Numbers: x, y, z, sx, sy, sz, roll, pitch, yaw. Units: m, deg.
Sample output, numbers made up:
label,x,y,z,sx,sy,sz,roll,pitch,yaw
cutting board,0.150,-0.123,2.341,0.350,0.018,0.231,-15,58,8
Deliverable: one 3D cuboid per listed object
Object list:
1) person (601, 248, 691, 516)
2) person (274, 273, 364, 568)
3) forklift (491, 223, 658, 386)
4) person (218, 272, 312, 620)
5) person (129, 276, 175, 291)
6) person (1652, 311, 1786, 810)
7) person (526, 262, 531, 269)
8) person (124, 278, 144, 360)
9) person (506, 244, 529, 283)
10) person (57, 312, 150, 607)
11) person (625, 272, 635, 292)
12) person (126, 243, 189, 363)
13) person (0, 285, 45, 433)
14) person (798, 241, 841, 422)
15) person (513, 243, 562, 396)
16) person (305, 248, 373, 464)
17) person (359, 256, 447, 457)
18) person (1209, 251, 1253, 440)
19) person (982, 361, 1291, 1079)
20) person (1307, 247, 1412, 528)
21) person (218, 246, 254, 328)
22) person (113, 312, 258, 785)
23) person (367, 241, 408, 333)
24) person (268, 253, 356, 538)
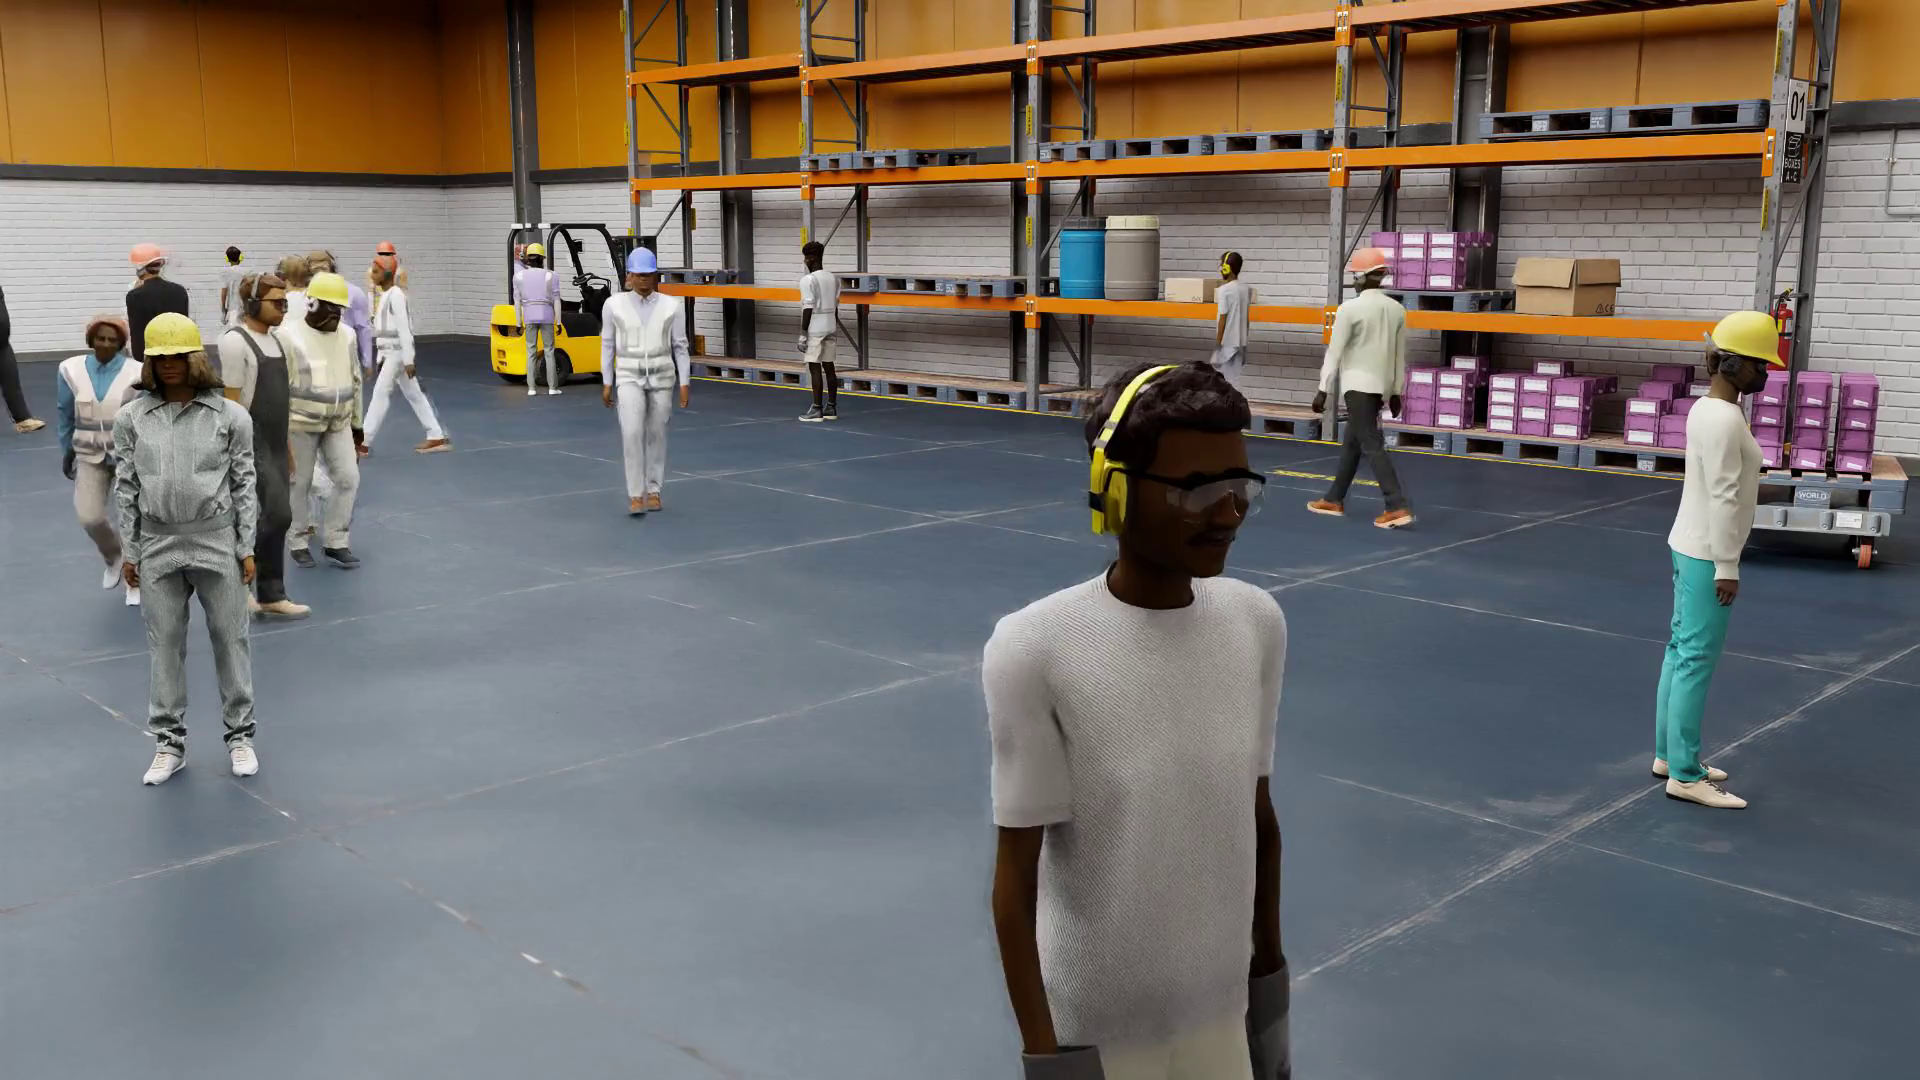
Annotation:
label,x,y,z,sx,sy,sz,roll,pitch,yaw
person,-2.250,-1.126,11.990,0.638,1.922,0.786,-3,11,-16
person,-3.878,-0.706,10.071,0.653,1.784,0.693,8,13,36
forklift,-5.316,-3.263,22.920,2.313,2.155,1.214,-10,14,-44
person,-3.622,-0.471,8.679,0.404,1.828,0.530,1,10,5
person,-9.619,-2.521,19.867,0.403,1.828,0.599,8,13,37
person,2.717,0.065,5.963,0.328,1.760,0.524,3,11,15
person,-6.528,-3.522,25.464,0.621,1.798,0.968,4,11,22
person,-7.952,-1.785,16.389,0.499,1.633,0.286,1,10,8
person,-6.232,-3.267,23.757,0.403,1.900,0.647,-5,11,-25
person,-4.631,-0.444,9.117,0.538,1.612,0.480,-2,11,-11
person,-3.690,-2.281,19.128,0.374,1.618,0.522,7,12,32
person,-6.833,-1.574,14.351,0.886,1.965,0.624,6,12,29
person,-9.789,-2.062,16.790,0.904,2.000,0.695,3,11,16
person,-1.548,-2.272,18.156,0.369,1.958,0.602,7,12,32
person,-5.325,-2.775,21.012,0.584,1.918,0.381,-1,10,-6
person,-5.358,-1.518,14.198,0.661,1.915,0.558,-3,11,-16
person,-5.245,-1.683,15.287,1.014,1.826,0.597,-5,11,-25
person,2.647,-1.892,16.333,0.553,1.868,0.323,-9,14,-41
person,0.279,0.690,2.280,0.532,1.865,0.397,-5,12,-27
person,2.845,-1.070,11.662,0.624,1.945,1.020,-8,13,-36
person,-10.410,-3.293,23.992,0.516,1.863,0.325,-9,14,-42
person,-2.855,0.034,6.170,0.486,1.744,0.294,-3,11,-16
person,-8.086,-3.249,23.554,0.548,1.933,0.376,-2,11,-13
person,-4.263,-0.920,10.941,0.749,1.911,0.642,6,12,28
